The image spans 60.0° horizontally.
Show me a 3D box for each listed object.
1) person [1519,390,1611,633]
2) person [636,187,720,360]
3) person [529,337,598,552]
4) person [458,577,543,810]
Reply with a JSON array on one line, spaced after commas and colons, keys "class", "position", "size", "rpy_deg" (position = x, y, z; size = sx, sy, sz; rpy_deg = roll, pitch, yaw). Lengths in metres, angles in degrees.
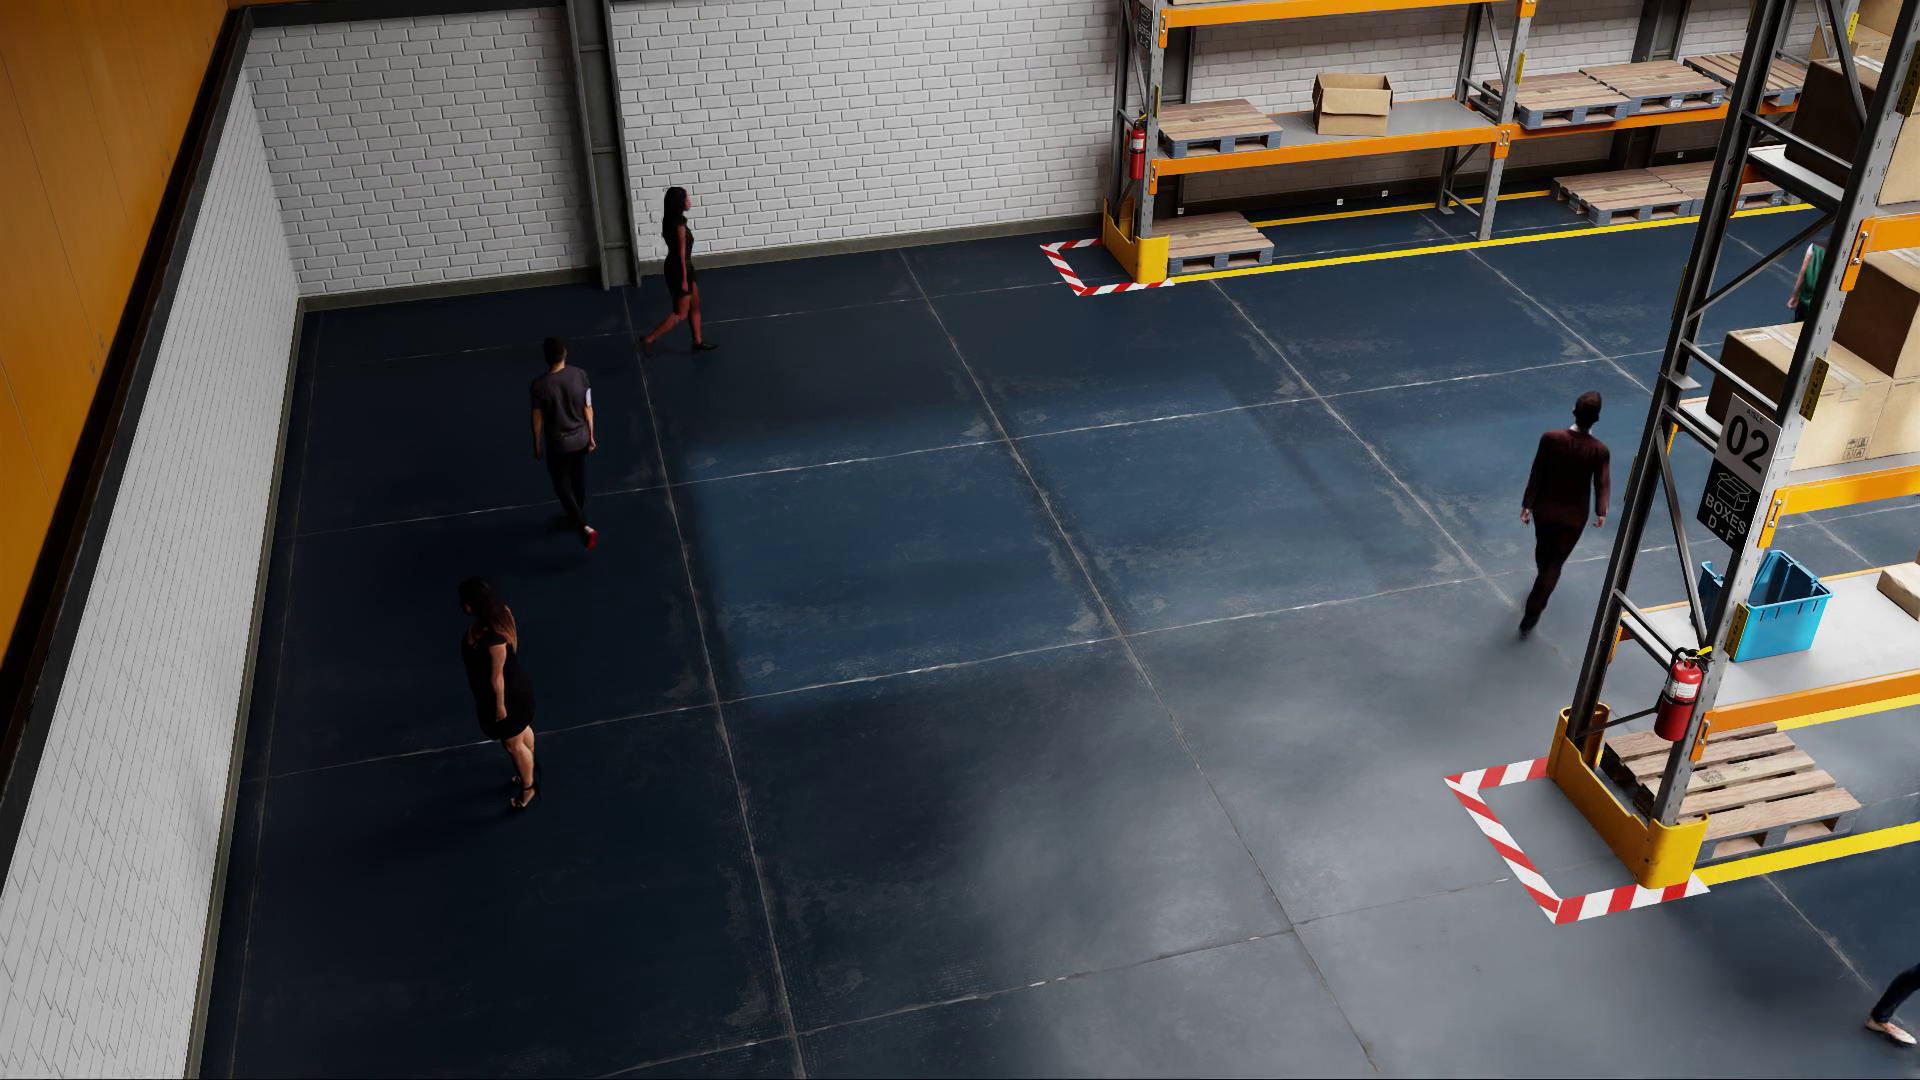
[{"class": "person", "position": [4.299, -0.159, 11.962], "size": [1.172, 1.817, 1.291], "rpy_deg": [22, 39, 29]}, {"class": "person", "position": [-2.693, -2.428, 15.468], "size": [1.039, 1.715, 0.677], "rpy_deg": [-13, 36, -19]}, {"class": "person", "position": [-3.020, -0.718, 12.872], "size": [1.083, 1.741, 0.916], "rpy_deg": [-19, 38, -26]}, {"class": "person", "position": [-2.838, 0.949, 10.390], "size": [0.581, 1.712, 0.623], "rpy_deg": [-8, 34, -12]}]
